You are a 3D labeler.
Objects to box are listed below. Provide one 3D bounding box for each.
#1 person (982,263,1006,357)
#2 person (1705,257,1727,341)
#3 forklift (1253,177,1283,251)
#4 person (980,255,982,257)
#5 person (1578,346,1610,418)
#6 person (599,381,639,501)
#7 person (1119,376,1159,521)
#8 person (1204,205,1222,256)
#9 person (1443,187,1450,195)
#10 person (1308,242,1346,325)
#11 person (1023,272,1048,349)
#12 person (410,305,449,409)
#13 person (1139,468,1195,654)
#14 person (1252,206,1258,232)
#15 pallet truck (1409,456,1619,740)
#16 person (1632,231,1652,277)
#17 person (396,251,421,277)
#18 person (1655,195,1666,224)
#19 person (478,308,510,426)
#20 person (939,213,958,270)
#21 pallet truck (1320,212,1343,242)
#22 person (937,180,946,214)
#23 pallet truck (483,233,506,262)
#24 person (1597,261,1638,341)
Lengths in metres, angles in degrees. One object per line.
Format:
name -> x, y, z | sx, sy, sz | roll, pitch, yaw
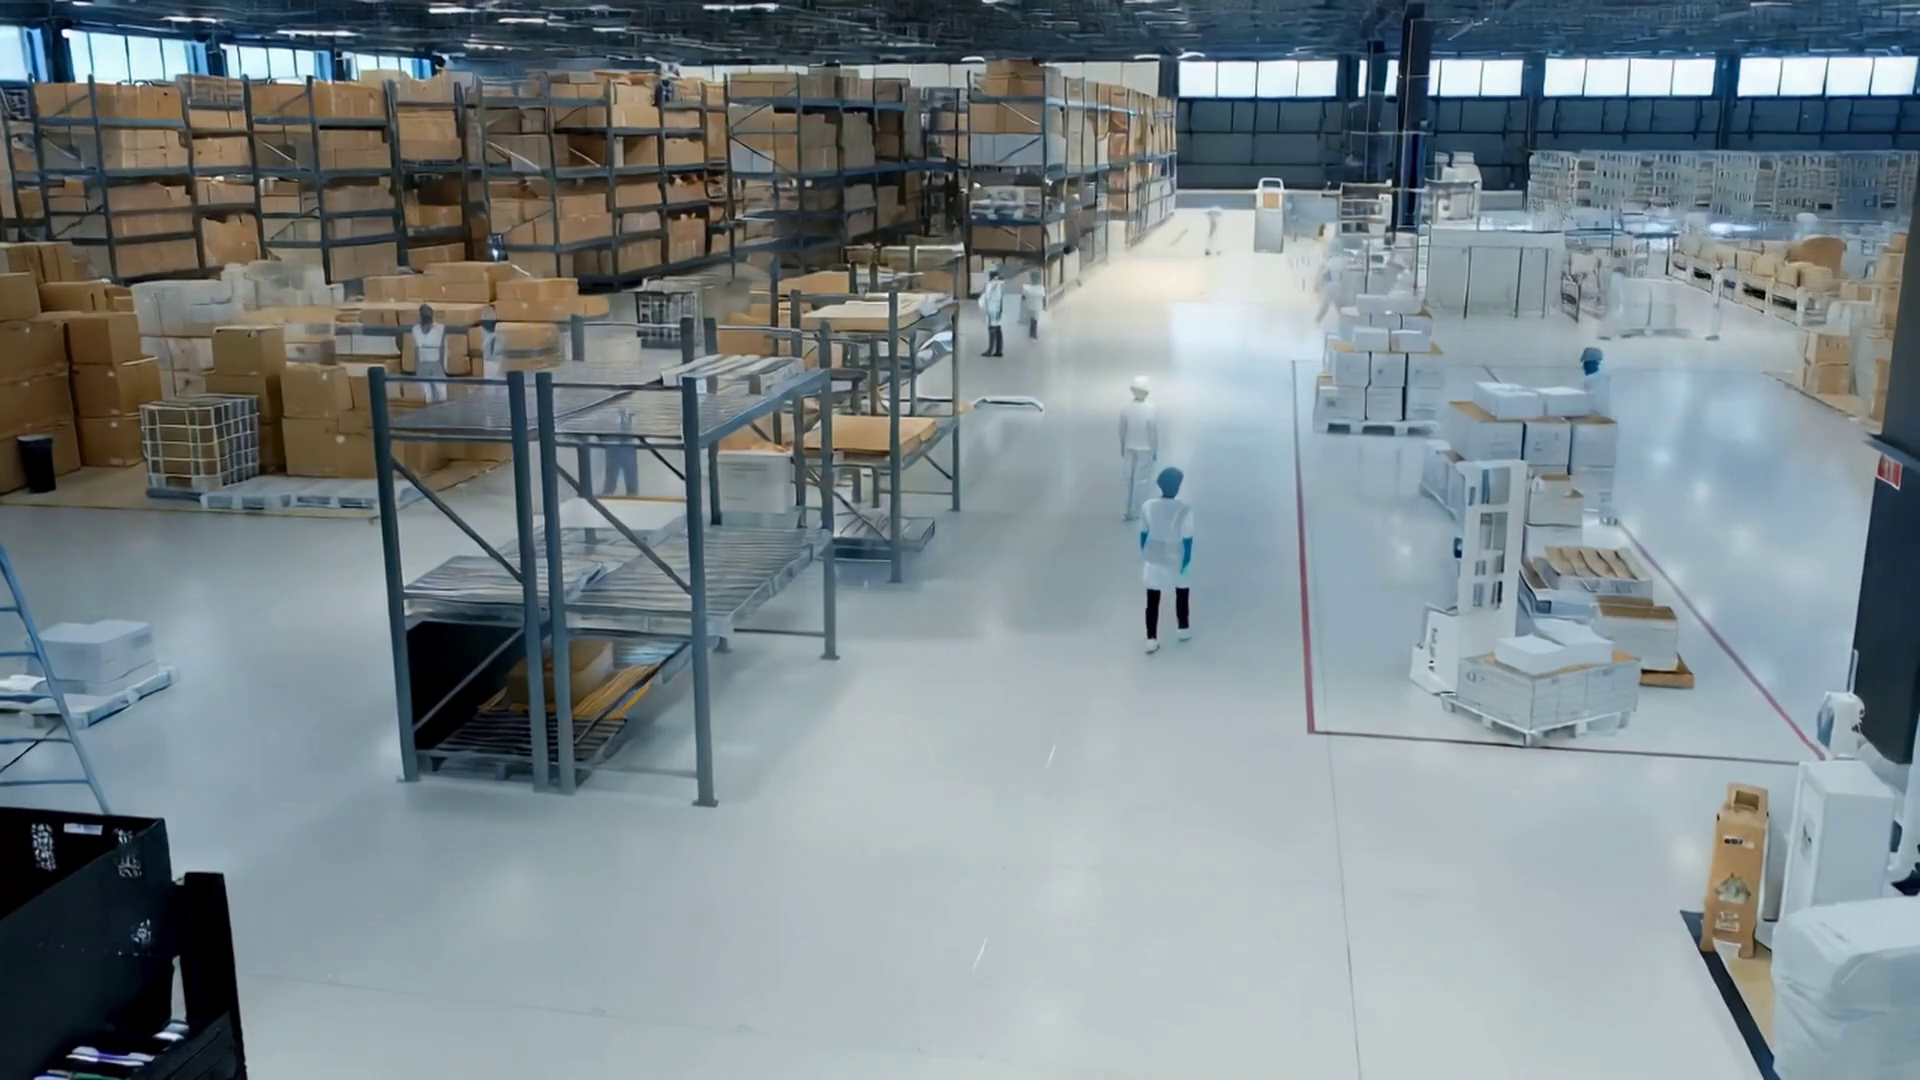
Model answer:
person -> 0.698, -4.764, 34.488 | 0.355, 1.938, 0.545 | -11, 18, -38
person -> 16.924, -5.385, 37.162 | 0.329, 1.864, 0.508 | 5, 15, 19
forklift -> 12.083, -12.747, 64.956 | 1.129, 2.768, 1.873 | 3, 14, 10
person -> 0.840, -9.278, 53.310 | 0.540, 1.696, 0.316 | -8, 16, -28
person -> 8.201, -1.565, 21.581 | 0.471, 1.897, 0.653 | 13, 19, 43
person -> -3.978, -0.983, 19.373 | 0.516, 1.824, 0.818 | -7, 16, -28
person -> 2.140, -1.080, 19.875 | 0.525, 1.772, 0.304 | 10, 17, 36
person -> 9.469, -11.555, 62.168 | 0.635, 1.902, 0.986 | 12, 18, 40
person -> 23.522, -16.151, 80.595 | 0.375, 1.997, 0.612 | -9, 17, -33
person -> 8.904, -6.186, 40.048 | 0.942, 2.000, 0.708 | 8, 16, 30
person -> 1.599, -4.987, 35.978 | 0.533, 1.656, 0.897 | -7, 15, -25
person -> -8.514, -2.839, 26.753 | 0.600, 1.903, 0.411 | 1, 14, 6
person -> 1.894, 0.158, 15.066 | 0.542, 1.662, 0.805 | 6, 15, 22
person -> 12.218, -12.885, 68.127 | 0.503, 1.616, 0.605 | 9, 16, 32
pallet truck -> 4.504, 0.400, 13.395 | 0.823, 1.965, 1.885 | -6, 15, -23
person -> 20.451, -8.423, 49.881 | 0.543, 1.681, 0.670 | 3, 14, 12
person -> -12.395, -5.507, 37.444 | 0.367, 1.966, 0.607 | 12, 19, 41
person -> 30.446, -14.057, 72.358 | 0.960, 1.870, 0.635 | 4, 14, 16
person -> -7.254, -2.694, 26.131 | 0.717, 1.919, 0.549 | -11, 18, -38
person -> -0.387, -10.044, 56.013 | 0.670, 1.888, 0.463 | 1, 14, 3
pallet truck -> 15.874, -13.227, 70.310 | 0.680, 1.201, 1.601 | 10, 17, 35
person -> -1.011, -19.223, 93.267 | 0.649, 1.902, 0.594 | 8, 16, 28
pallet truck -> -11.832, -7.026, 43.548 | 1.885, 1.965, 0.823 | 8, 16, 28
person -> 14.763, -5.336, 37.151 | 0.981, 1.764, 0.637 | 3, 14, 12
